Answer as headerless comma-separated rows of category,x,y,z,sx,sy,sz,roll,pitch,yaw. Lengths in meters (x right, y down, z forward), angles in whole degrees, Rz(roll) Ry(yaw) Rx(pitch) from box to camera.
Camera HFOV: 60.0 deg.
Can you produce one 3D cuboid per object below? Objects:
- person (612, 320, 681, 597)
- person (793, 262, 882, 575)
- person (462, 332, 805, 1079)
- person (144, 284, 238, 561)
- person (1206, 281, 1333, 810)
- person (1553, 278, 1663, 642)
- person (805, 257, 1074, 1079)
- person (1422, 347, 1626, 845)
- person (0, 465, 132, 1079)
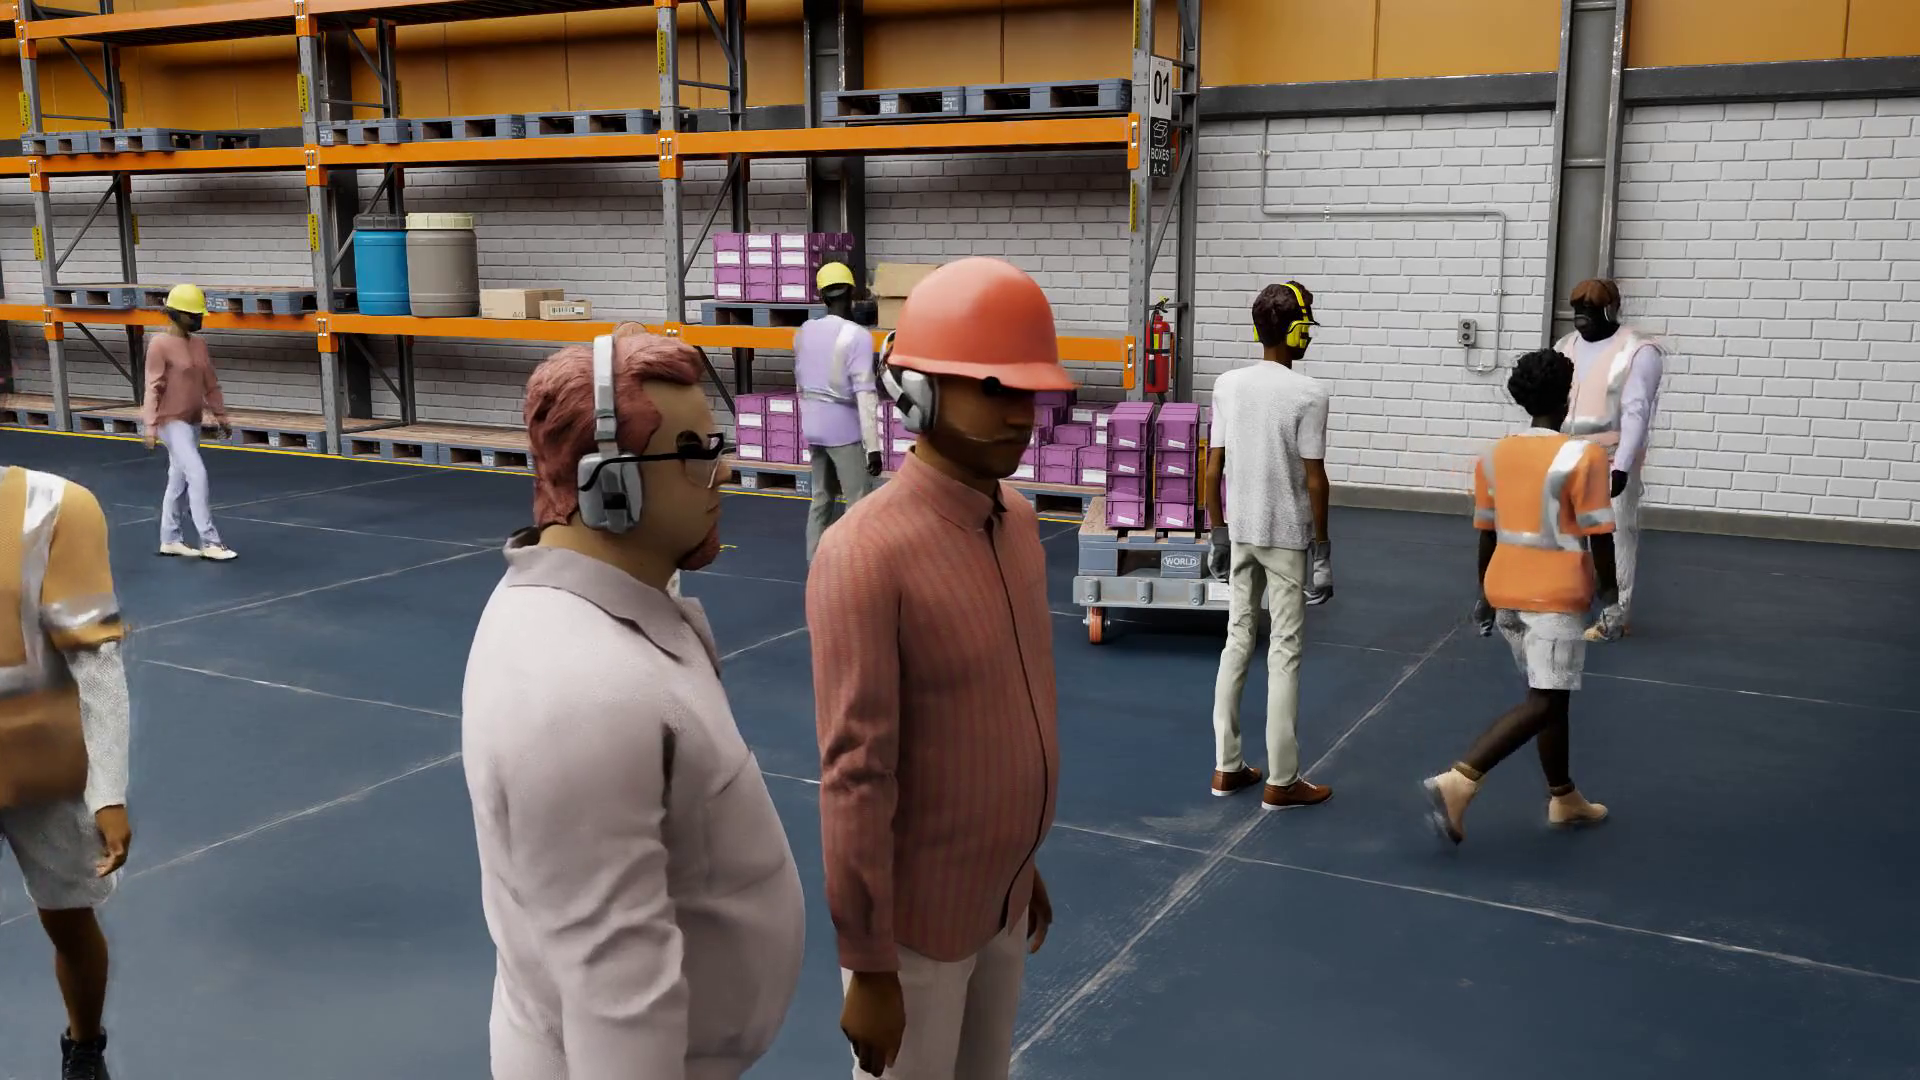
person,-1.500,-0.199,7.762,0.513,1.641,0.307,-5,11,-24
person,-0.604,-0.569,9.140,0.387,1.888,0.832,-10,14,-43
person,-0.395,0.698,2.110,0.406,1.911,0.636,-3,11,-16
person,-4.771,-0.715,10.349,0.747,1.724,0.604,1,10,7
person,1.104,0.021,5.928,0.313,1.869,0.528,-9,14,-42
person,3.091,-0.373,8.223,0.707,1.815,0.640,-7,13,-35
person,-0.007,0.560,2.634,0.395,1.990,0.619,5,11,26
person,1.868,0.194,5.534,0.753,1.663,0.534,-4,11,-21
person,-1.967,0.481,3.363,0.568,1.885,0.986,-3,11,-15
